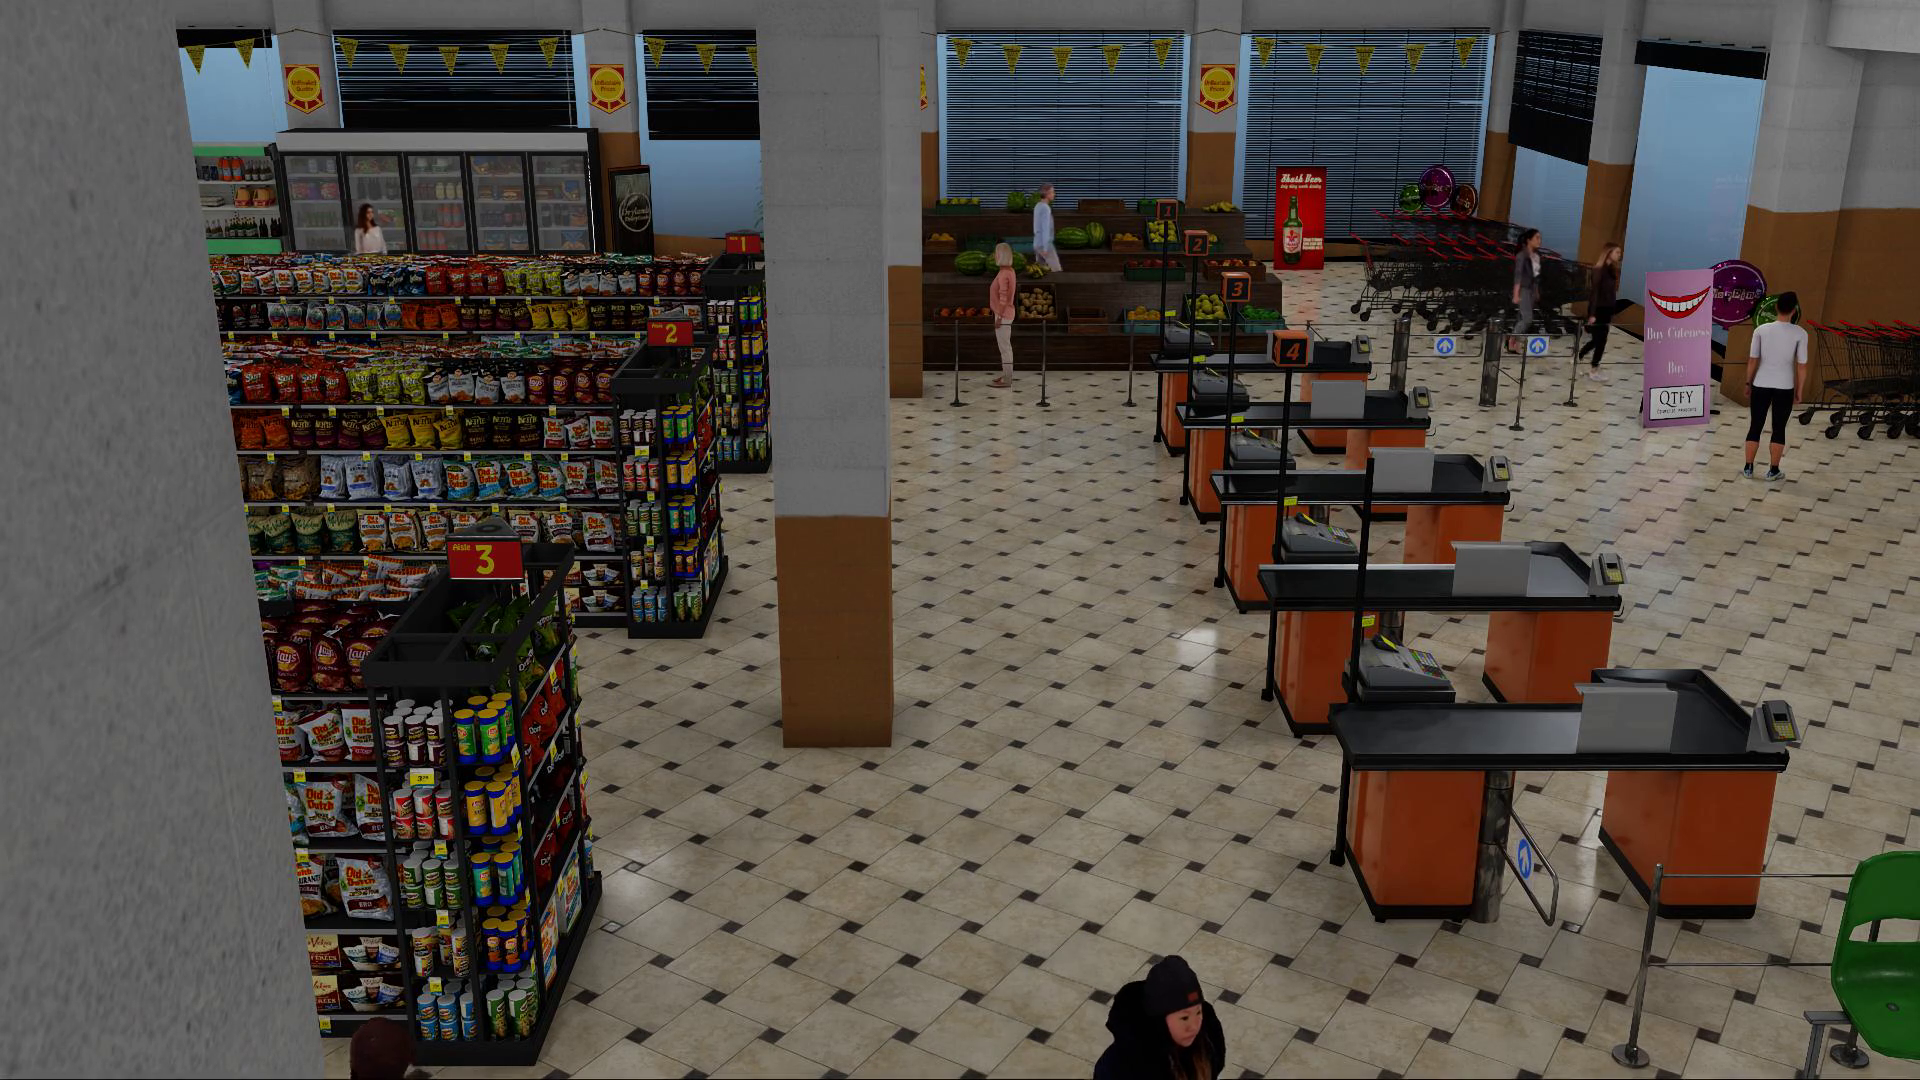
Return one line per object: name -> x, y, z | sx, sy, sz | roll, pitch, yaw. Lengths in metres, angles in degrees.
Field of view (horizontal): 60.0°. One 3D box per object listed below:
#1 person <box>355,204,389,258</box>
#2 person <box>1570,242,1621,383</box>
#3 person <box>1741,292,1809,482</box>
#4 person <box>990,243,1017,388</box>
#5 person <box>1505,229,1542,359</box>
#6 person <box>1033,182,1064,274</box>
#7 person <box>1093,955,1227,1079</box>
person -> -8.303, -3.861, 23.423 | 1.041, 1.707, 0.958 | 16, 24, 39
person -> 7.721, -2.773, 20.216 | 0.819, 1.696, 0.877 | -15, 23, -37
person -> 7.923, -1.500, 16.196 | 0.701, 1.851, 0.821 | 12, 22, 31
person -> 0.530, -2.704, 19.965 | 0.568, 1.726, 0.630 | 3, 19, 8
person -> 7.202, -3.175, 21.451 | 0.761, 1.667, 0.721 | 14, 23, 36
person -> 1.150, -4.289, 24.421 | 0.705, 1.882, 0.726 | -3, 19, -9
person -> 0.612, 2.150, 5.680 | 1.043, 1.654, 1.009 | -11, 22, -29
